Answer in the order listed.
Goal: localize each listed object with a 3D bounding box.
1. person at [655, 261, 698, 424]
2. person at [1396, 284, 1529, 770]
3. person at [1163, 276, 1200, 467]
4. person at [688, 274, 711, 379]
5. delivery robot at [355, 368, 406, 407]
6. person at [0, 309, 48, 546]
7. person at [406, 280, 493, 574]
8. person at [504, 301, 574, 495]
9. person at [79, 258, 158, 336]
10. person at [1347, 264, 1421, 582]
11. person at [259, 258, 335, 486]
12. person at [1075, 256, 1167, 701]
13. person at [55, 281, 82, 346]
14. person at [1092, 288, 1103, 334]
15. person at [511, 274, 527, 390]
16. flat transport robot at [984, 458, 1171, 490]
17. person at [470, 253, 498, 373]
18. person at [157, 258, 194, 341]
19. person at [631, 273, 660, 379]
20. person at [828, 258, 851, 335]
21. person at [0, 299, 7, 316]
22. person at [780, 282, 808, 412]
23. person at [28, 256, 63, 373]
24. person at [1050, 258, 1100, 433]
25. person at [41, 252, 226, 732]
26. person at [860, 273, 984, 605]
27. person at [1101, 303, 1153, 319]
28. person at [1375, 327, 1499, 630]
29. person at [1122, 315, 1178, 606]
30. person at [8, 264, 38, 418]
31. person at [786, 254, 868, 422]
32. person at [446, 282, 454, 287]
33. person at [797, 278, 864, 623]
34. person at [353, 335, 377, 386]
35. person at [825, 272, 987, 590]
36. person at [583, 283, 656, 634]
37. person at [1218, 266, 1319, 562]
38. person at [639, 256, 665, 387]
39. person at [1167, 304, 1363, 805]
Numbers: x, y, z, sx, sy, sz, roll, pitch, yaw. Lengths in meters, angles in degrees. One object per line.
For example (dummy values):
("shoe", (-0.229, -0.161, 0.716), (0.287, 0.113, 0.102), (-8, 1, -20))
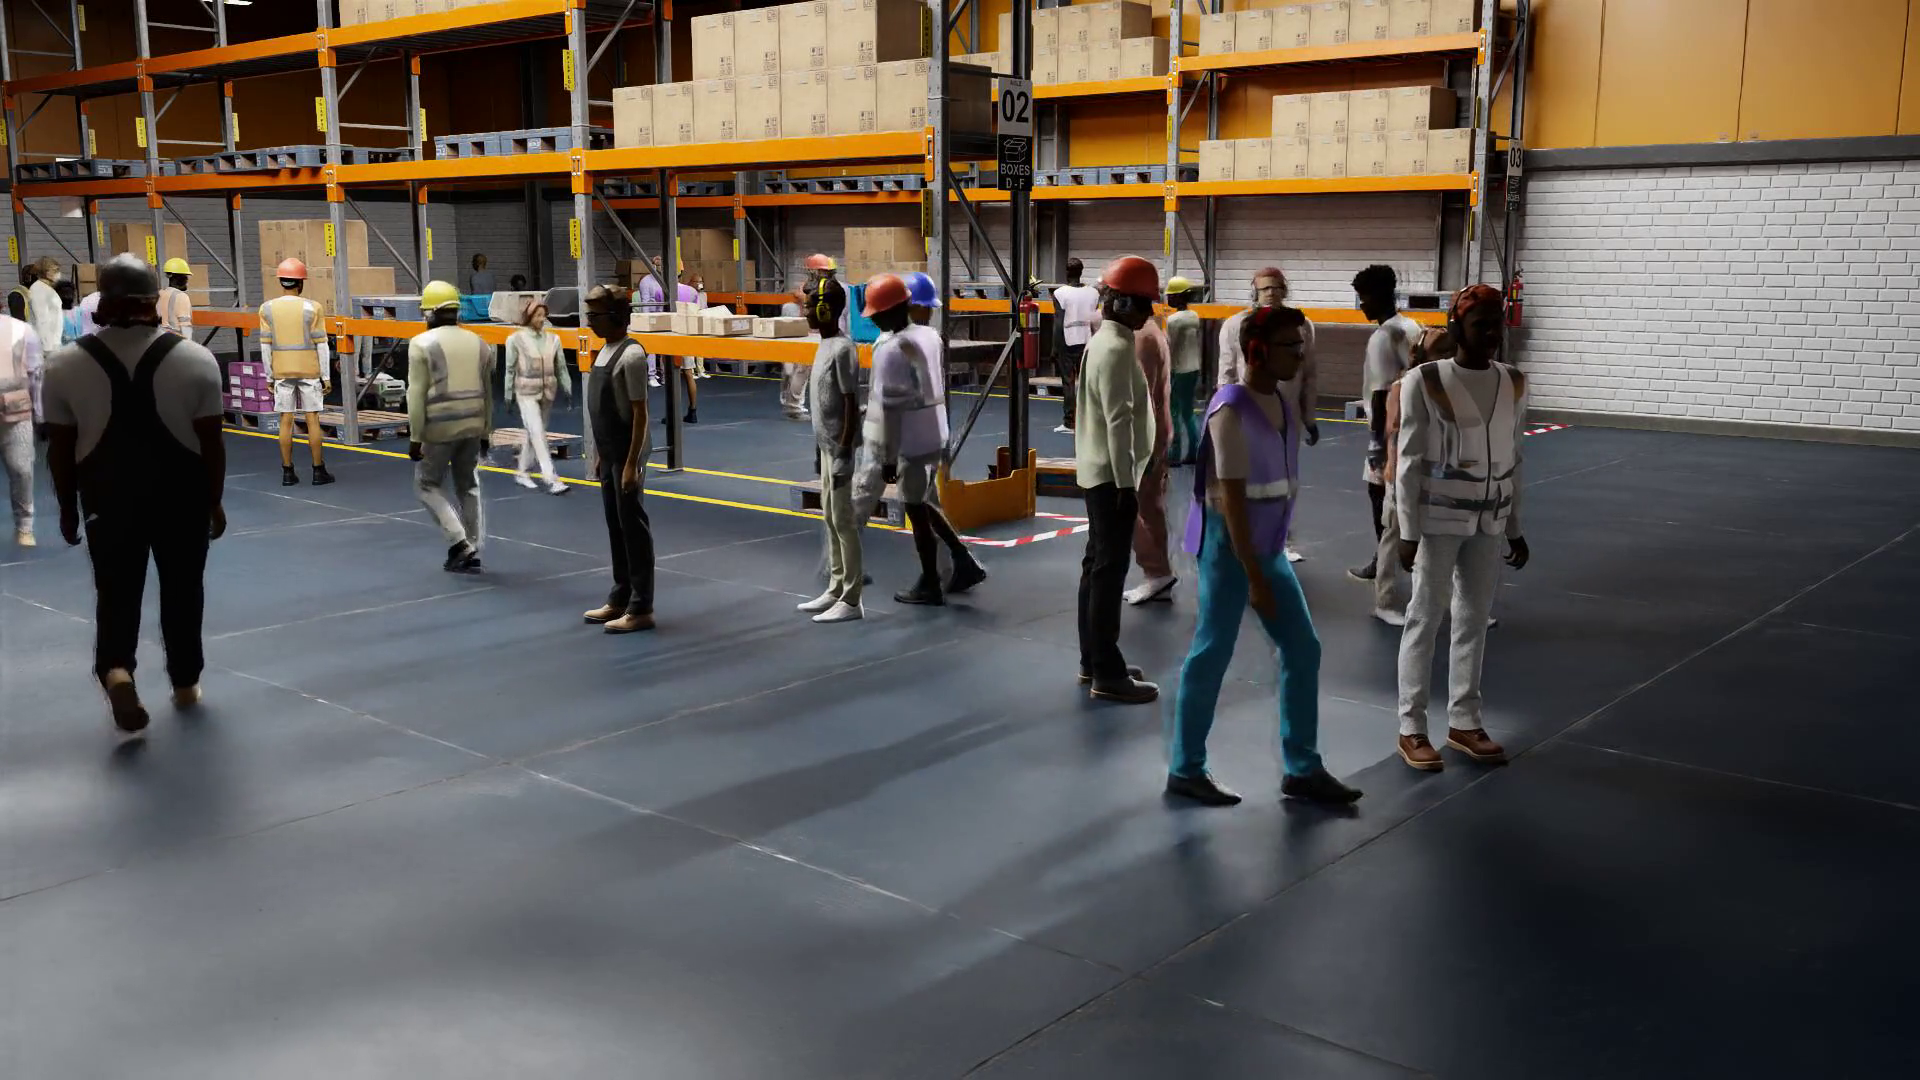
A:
("person", (-3.274, -2.295, 19.143), (0.551, 1.935, 0.375), (-8, 13, -39))
("person", (1.961, -0.048, 6.502), (0.573, 1.883, 0.353), (-3, 11, -19))
("person", (2.034, -1.546, 15.374), (0.359, 1.761, 0.543), (8, 13, 37))
("person", (-4.083, -3.315, 25.840), (0.282, 1.625, 0.493), (6, 11, 30))
("delivery robot", (-7.098, -1.864, 20.354), (0.707, 0.478, 0.477), (9, 14, 43))
("person", (-6.448, -0.819, 11.110), (0.644, 1.823, 0.656), (-6, 11, -30))
("person", (-3.156, -0.680, 10.264), (0.425, 1.825, 0.635), (7, 12, 34))
("person", (-3.476, -1.179, 13.758), (0.883, 1.584, 0.538), (9, 13, 41))
("person", (-7.270, -1.476, 14.474), (0.635, 1.939, 0.366), (-8, 13, -39))
("person", (2.628, -0.671, 9.912), (0.611, 1.930, 0.689), (7, 12, 33))
("person", (-5.651, -1.427, 14.195), (0.551, 1.936, 0.356), (-1, 10, -6))
("person", (0.719, -0.277, 7.519), (0.397, 1.984, 0.608), (-1, 10, -3))
("person", (-10.013, -2.093, 18.788), (0.886, 1.644, 0.544), (7, 12, 35))
("person", (1.507, -1.693, 16.298), (0.797, 1.731, 0.528), (-6, 12, -32))
("person", (-6.218, -2.920, 23.478), (0.531, 1.668, 0.827), (-4, 11, -22))
("flat transport robot", (0.986, -0.546, 13.923), (1.431, 0.197, 0.652), (4, 11, 23))
("person", (-7.666, -3.624, 26.706), (0.372, 1.940, 0.631), (2, 10, 14))
("person", (-8.326, -2.041, 17.758), (0.588, 1.919, 0.395), (8, 13, 39))
("person", (-4.849, -3.291, 25.677), (0.278, 1.633, 0.497), (8, 13, 39))
("person", (-1.645, -2.630, 21.240), (0.593, 1.925, 0.727), (-5, 11, -25))
("person", (-11.648, -2.347, 19.923), (0.524, 1.769, 0.325), (2, 10, 14))
("person", (-2.044, -2.415, 20.756), (0.544, 1.602, 0.681), (-4, 11, -22))
("person", (-9.870, -2.099, 18.024), (0.352, 1.937, 0.635), (-4, 11, -22))
("person", (1.267, -2.122, 18.214), (0.597, 1.916, 0.370), (-6, 11, -30))
("person", (-3.464, -0.221, 7.039), (0.688, 2.000, 0.855), (-4, 11, -21))
("person", (-0.237, -0.538, 9.290), (0.580, 1.885, 0.590), (4, 11, 21))
("person", (1.546, -1.620, 15.477), (0.511, 1.877, 0.328), (-2, 10, -8))
("person", (2.466, -0.293, 8.653), (0.541, 1.600, 0.821), (-5, 11, -25))
("person", (1.019, -0.558, 9.427), (0.450, 1.877, 0.669), (2, 10, 12))
("person", (-11.052, -2.378, 19.931), (0.430, 1.836, 0.618), (2, 10, 13))
("person", (-1.591, -2.321, 19.257), (1.038, 1.938, 0.651), (4, 11, 22))
("person", (-6.094, -2.245, 19.752), (0.533, 1.620, 0.473), (-10, 14, -44))
("person", (-0.696, -0.479, 9.016), (0.335, 1.865, 0.520), (-3, 10, -16))
("person", (-8.607, -3.081, 23.914), (0.404, 1.833, 0.605), (4, 11, 24))
("person", (-0.352, -0.631, 9.817), (1.057, 1.877, 0.636), (5, 11, 27))
("person", (-1.805, -0.428, 8.793), (0.344, 1.840, 0.504), (-6, 12, -31))
("person", (1.982, -0.800, 10.720), (0.646, 1.907, 0.404), (-1, 10, -5))
("person", (-4.378, -3.198, 24.369), (0.406, 1.911, 0.639), (8, 13, 37))
("person", (1.103, 0.085, 5.920), (0.812, 1.817, 0.563), (7, 12, 35))
